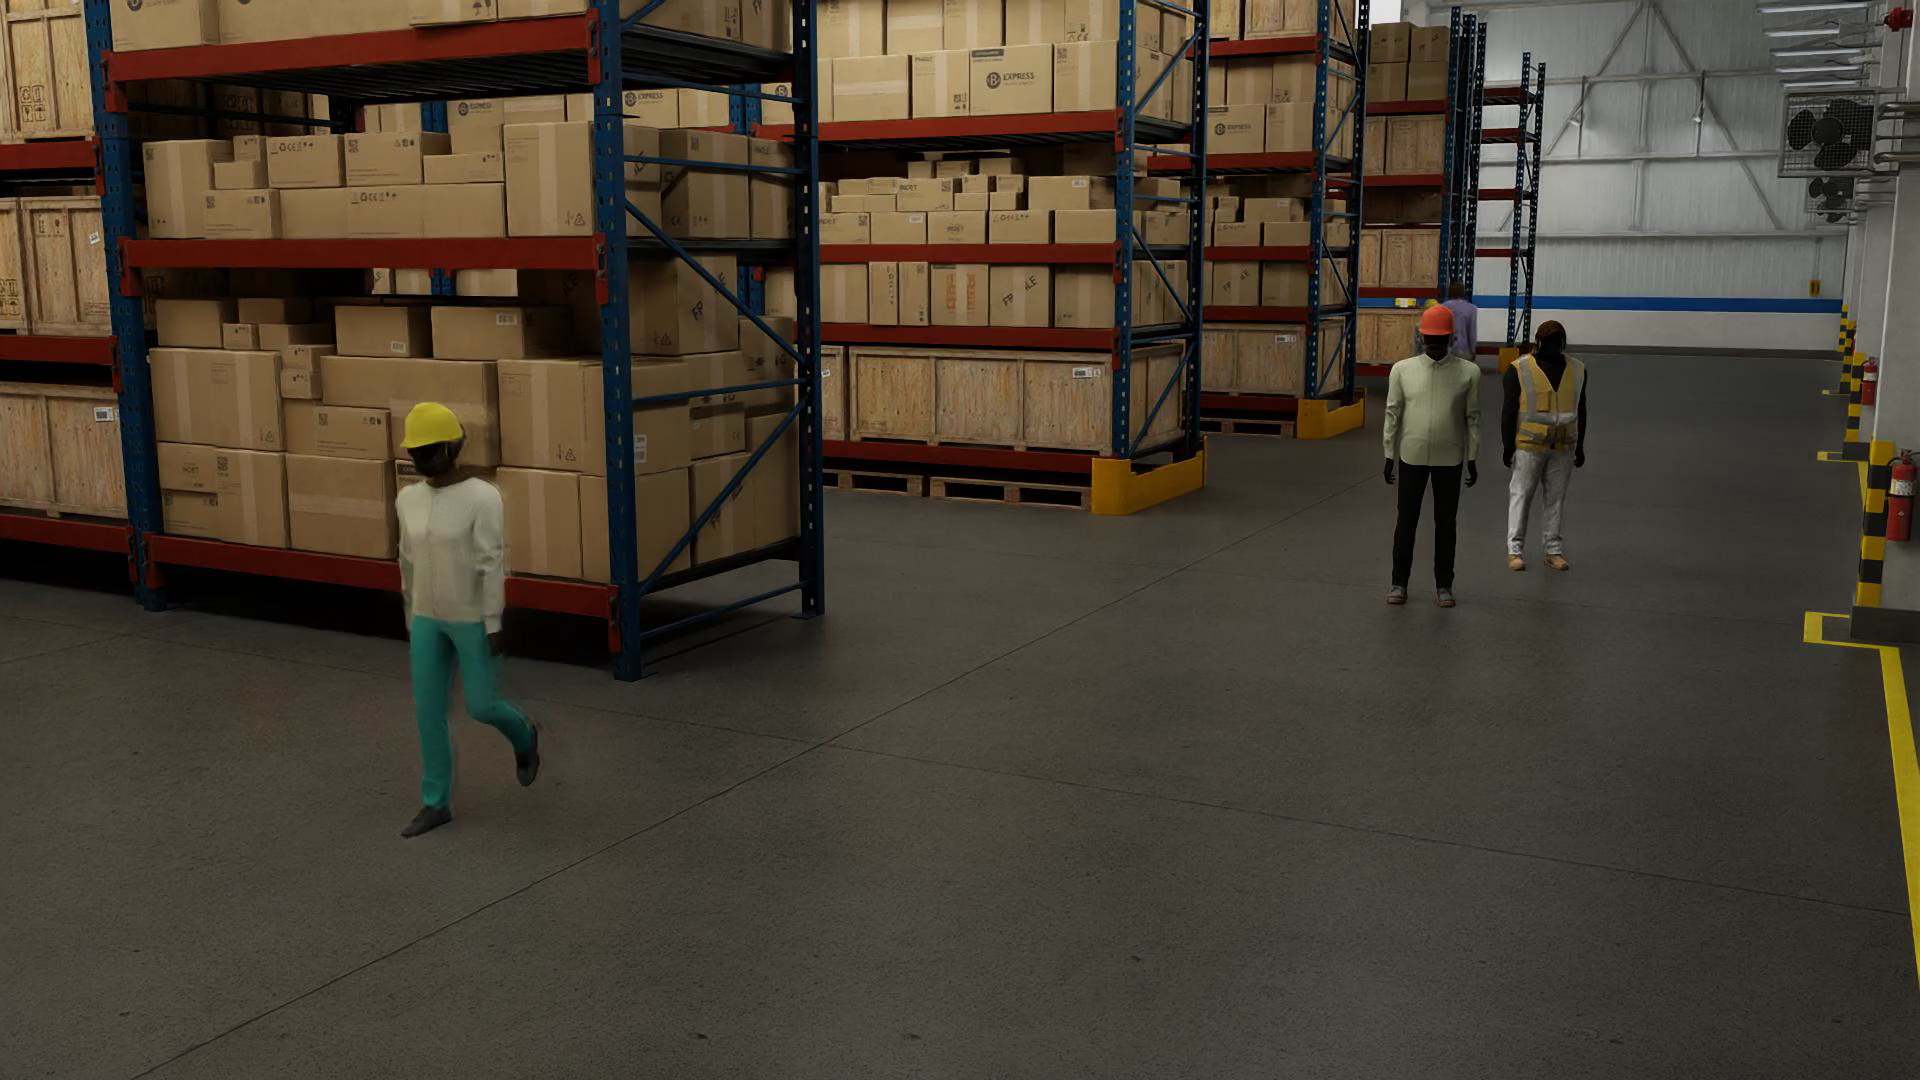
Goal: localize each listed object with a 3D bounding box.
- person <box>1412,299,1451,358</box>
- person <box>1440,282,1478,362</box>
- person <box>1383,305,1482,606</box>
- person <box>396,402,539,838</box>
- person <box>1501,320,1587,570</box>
[{"bbox_3d":[6.284,-2.345,22.156,0.526,1.723,0.515,1,10,9],"label":"person"},{"bbox_3d":[7.132,-2.746,23.922,0.655,1.914,0.803,5,11,27],"label":"person"},{"bbox_3d":[3.109,-0.547,10.981,0.622,1.990,0.397,3,10,14],"label":"person"},{"bbox_3d":[-2.035,0.296,6.808,0.531,1.745,0.644,3,10,18],"label":"person"},{"bbox_3d":[4.302,-0.689,12.238,0.636,1.842,0.429,0,10,-2],"label":"person"}]
